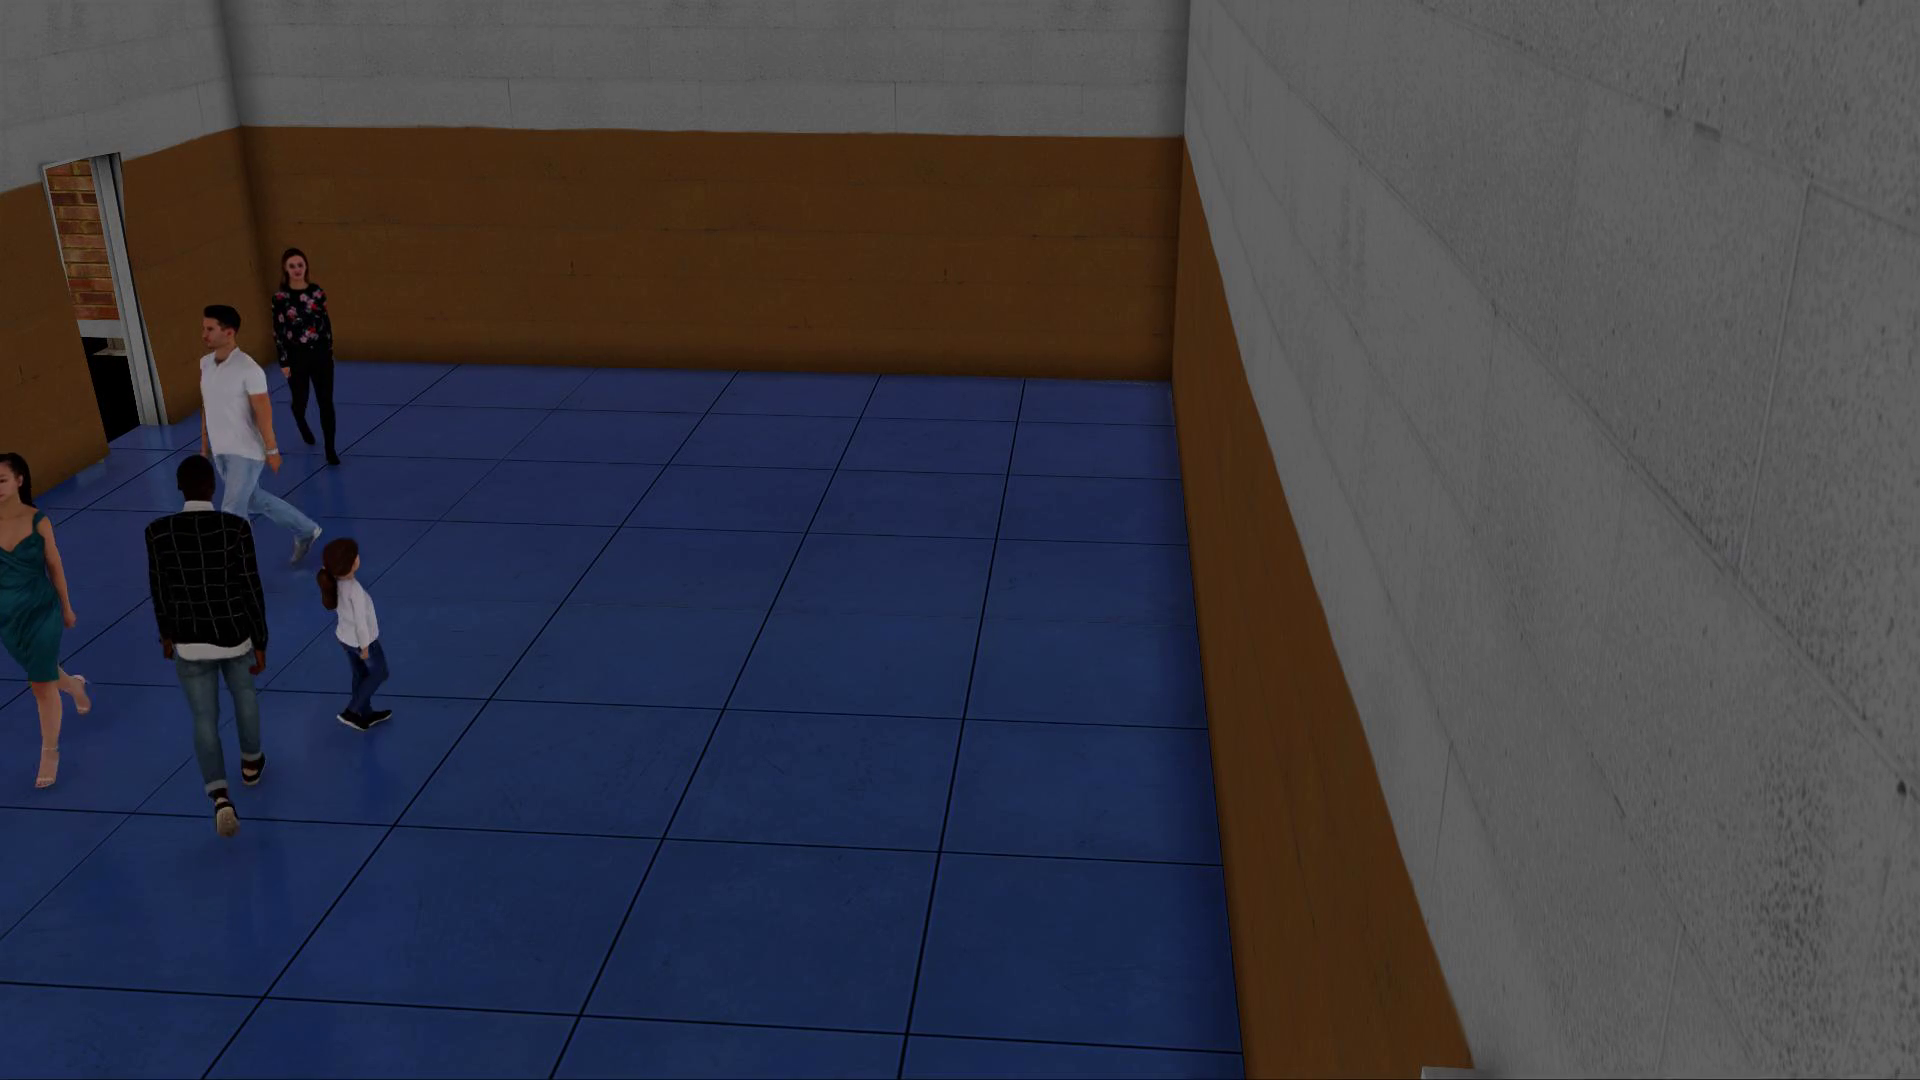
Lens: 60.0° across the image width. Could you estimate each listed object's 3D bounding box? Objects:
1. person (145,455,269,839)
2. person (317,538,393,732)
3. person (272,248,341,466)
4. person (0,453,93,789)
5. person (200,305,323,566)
[{"bbox_3d":[-3.535,0.520,7.857,1.216,1.781,1.087,-9,24,-21],"label":"person"},{"bbox_3d":[-3.229,0.512,8.786,0.594,1.104,0.640,17,28,36],"label":"person"},{"bbox_3d":[-5.081,-1.435,12.889,1.033,1.658,1.021,-13,25,-29],"label":"person"},{"bbox_3d":[-4.685,0.367,8.410,1.013,1.654,0.752,-2,22,-5],"label":"person"},{"bbox_3d":[-4.503,-0.592,10.557,1.230,1.832,1.159,17,27,35],"label":"person"}]
